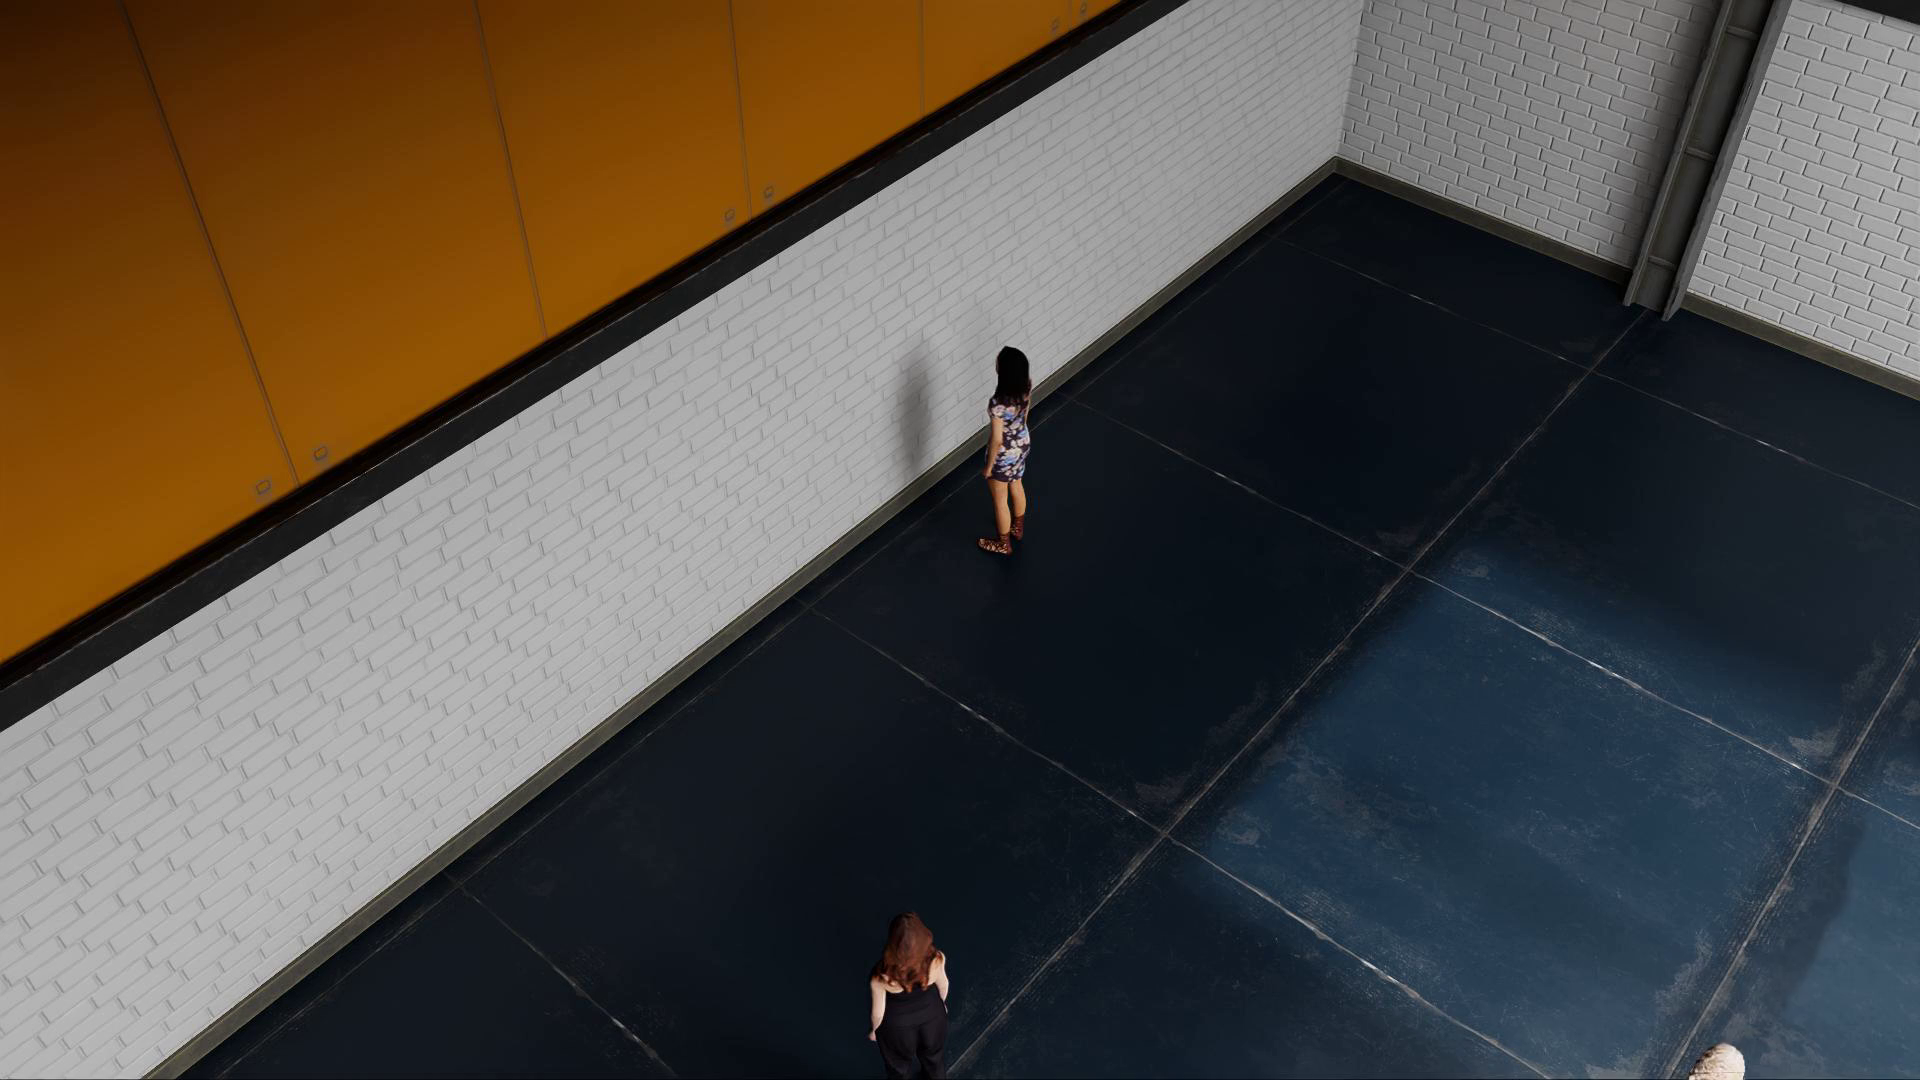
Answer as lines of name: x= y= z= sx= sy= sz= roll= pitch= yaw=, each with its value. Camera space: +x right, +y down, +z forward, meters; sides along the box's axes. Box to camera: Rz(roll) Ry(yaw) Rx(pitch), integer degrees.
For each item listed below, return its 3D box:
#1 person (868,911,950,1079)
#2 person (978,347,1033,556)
person: x=-0.241 y=2.388 z=8.242 sx=0.654 sy=1.748 sz=0.664 roll=-17 pitch=46 yaw=-17
person: x=0.325 y=-0.611 z=11.401 sx=0.550 sy=1.734 sz=0.608 roll=25 pitch=49 yaw=24
